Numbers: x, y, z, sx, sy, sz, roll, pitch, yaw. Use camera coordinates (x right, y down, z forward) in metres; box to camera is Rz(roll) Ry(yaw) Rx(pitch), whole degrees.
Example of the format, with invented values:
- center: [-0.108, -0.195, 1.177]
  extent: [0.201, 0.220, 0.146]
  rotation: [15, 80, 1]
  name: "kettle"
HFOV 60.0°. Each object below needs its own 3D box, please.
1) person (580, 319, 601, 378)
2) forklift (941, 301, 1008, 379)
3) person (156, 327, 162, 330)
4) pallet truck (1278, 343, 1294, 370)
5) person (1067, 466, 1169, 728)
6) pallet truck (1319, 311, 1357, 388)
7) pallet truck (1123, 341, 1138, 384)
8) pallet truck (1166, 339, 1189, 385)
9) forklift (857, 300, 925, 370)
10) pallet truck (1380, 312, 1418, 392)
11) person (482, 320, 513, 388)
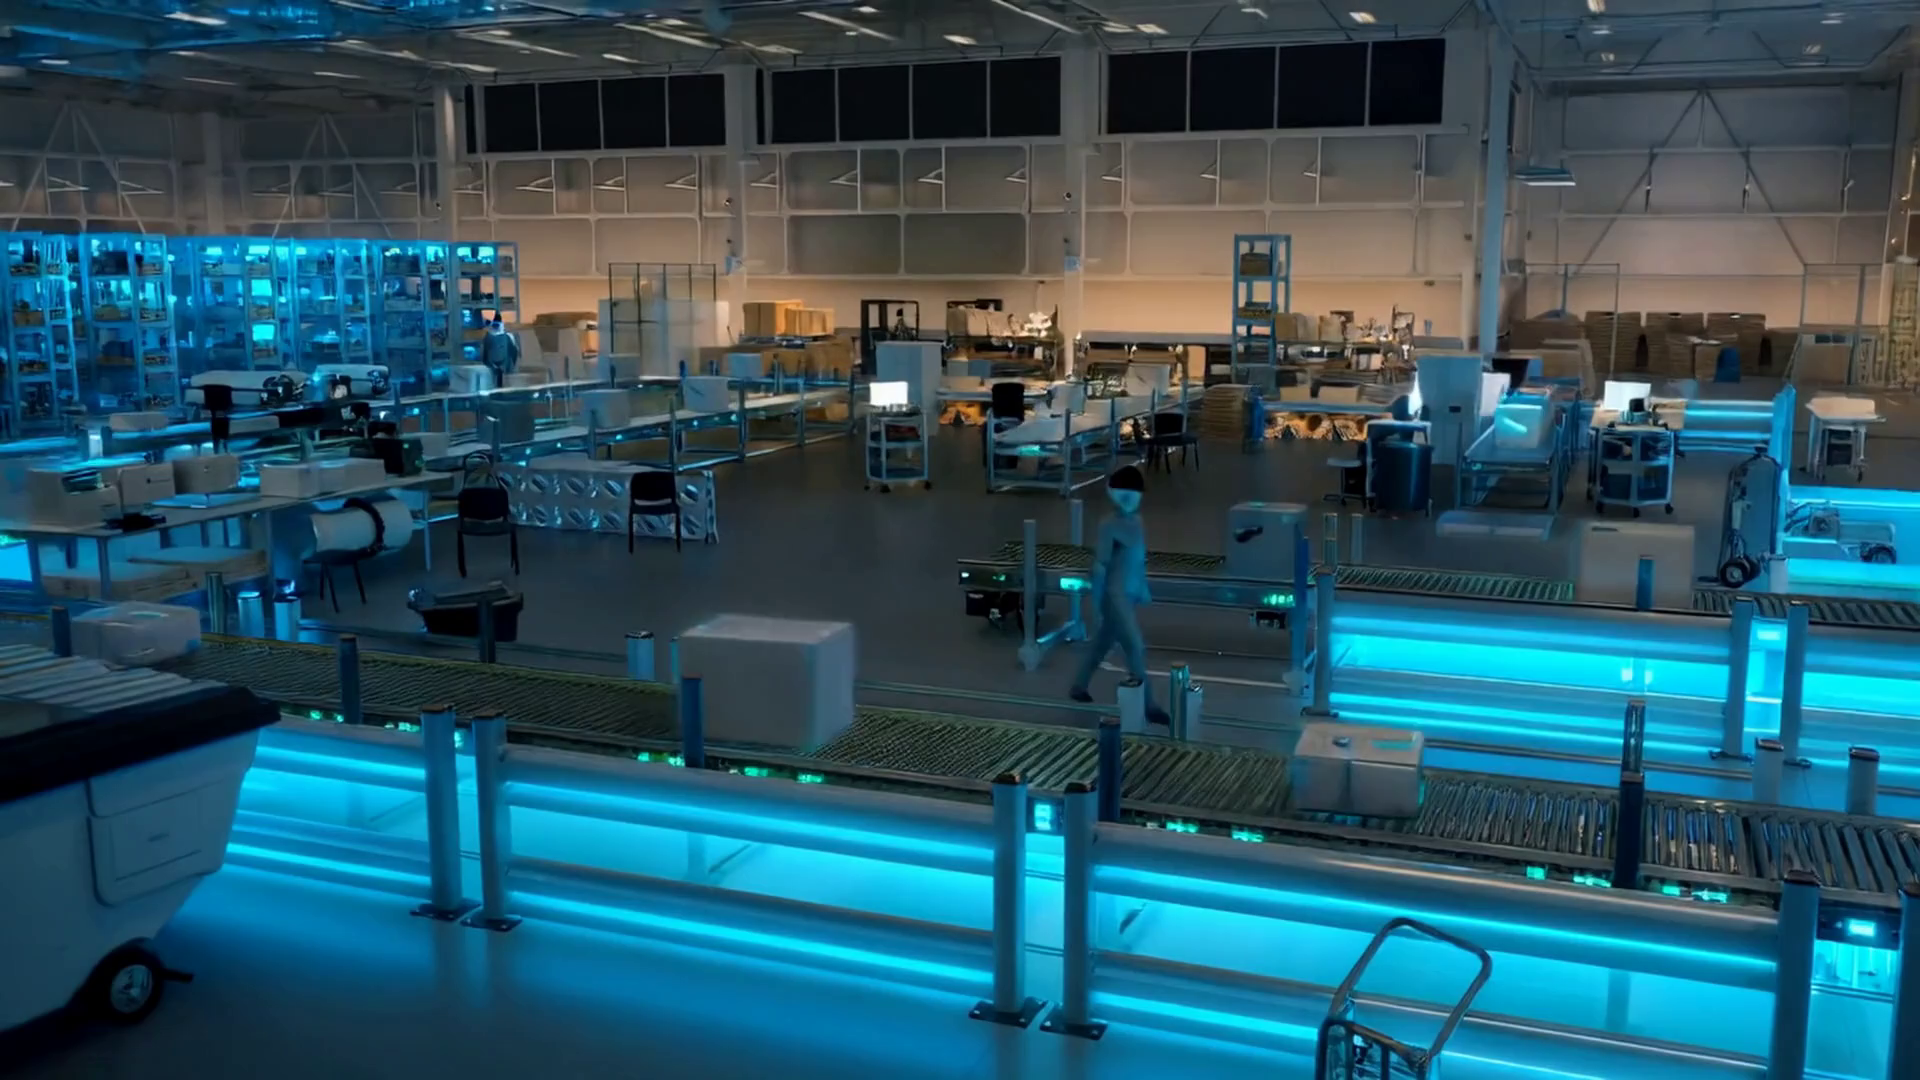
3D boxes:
- center: [-8.400, -4.091, 37.704]
  extent: [0.404, 1.833, 0.590]
  rotation: [6, 11, 33]
  name: "person"
- center: [0.365, -4.966, 41.571]
  extent: [1.157, 1.987, 2.680]
  rotation: [3, 10, 20]
  name: "forklift"
- center: [-17.882, -4.000, 37.173]
  extent: [0.571, 1.831, 0.409]
  rotation: [-7, 11, -35]
  name: "person"
- center: [7.886, -4.163, 39.743]
  extent: [0.653, 1.274, 1.630]
  rotation: [4, 10, 22]
  name: "pallet truck"
- center: [1.073, 0.353, 11.115]
  extent: [0.893, 1.720, 0.535]
  rotation: [6, 11, 32]
  name: "person"
- center: [9.071, -4.419, 39.190]
  extent: [0.823, 1.965, 1.885]
  rotation: [5, 10, 26]
  name: "pallet truck"
- center: [4.445, -4.380, 41.279]
  extent: [0.680, 1.201, 1.601]
  rotation: [4, 10, 22]
  name: "pallet truck"
- center: [5.418, -4.269, 40.420]
  extent: [0.704, 1.261, 1.522]
  rotation: [3, 10, 20]
  name: "pallet truck"
- center: [-1.732, -5.109, 42.468]
  extent: [1.157, 1.987, 2.680]
  rotation: [4, 10, 22]
  name: "forklift"
- center: [10.207, -4.283, 38.369]
  extent: [0.823, 1.965, 1.885]
  rotation: [3, 10, 20]
  name: "pallet truck"
- center: [-9.685, -3.647, 34.816]
  extent: [0.644, 1.899, 0.399]
  rotation: [1, 9, 8]
  name: "person"
